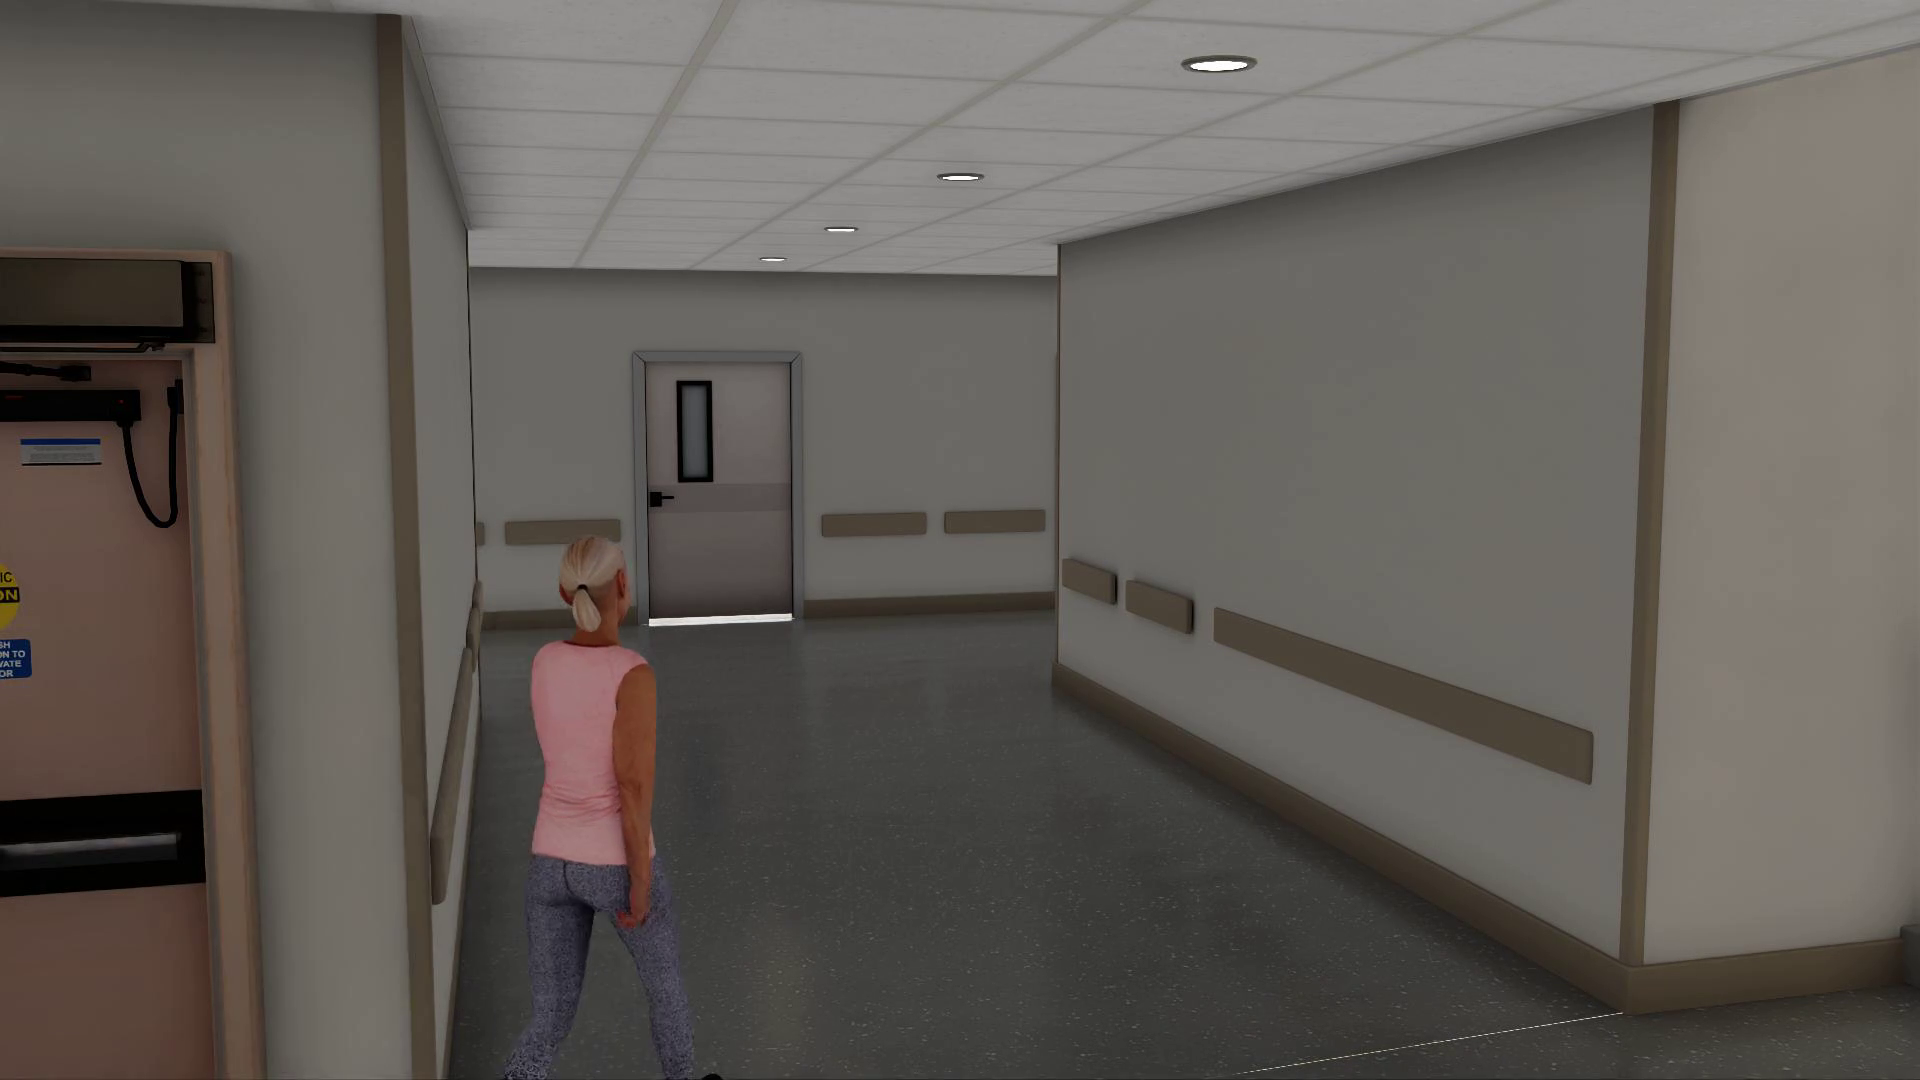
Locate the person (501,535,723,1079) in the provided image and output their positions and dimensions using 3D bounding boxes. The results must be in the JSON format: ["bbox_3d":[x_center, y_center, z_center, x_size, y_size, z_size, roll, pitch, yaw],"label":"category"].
[{"bbox_3d":[-0.987,0.876,4.194,1.116,1.674,1.045,2,6,23],"label":"person"}]
